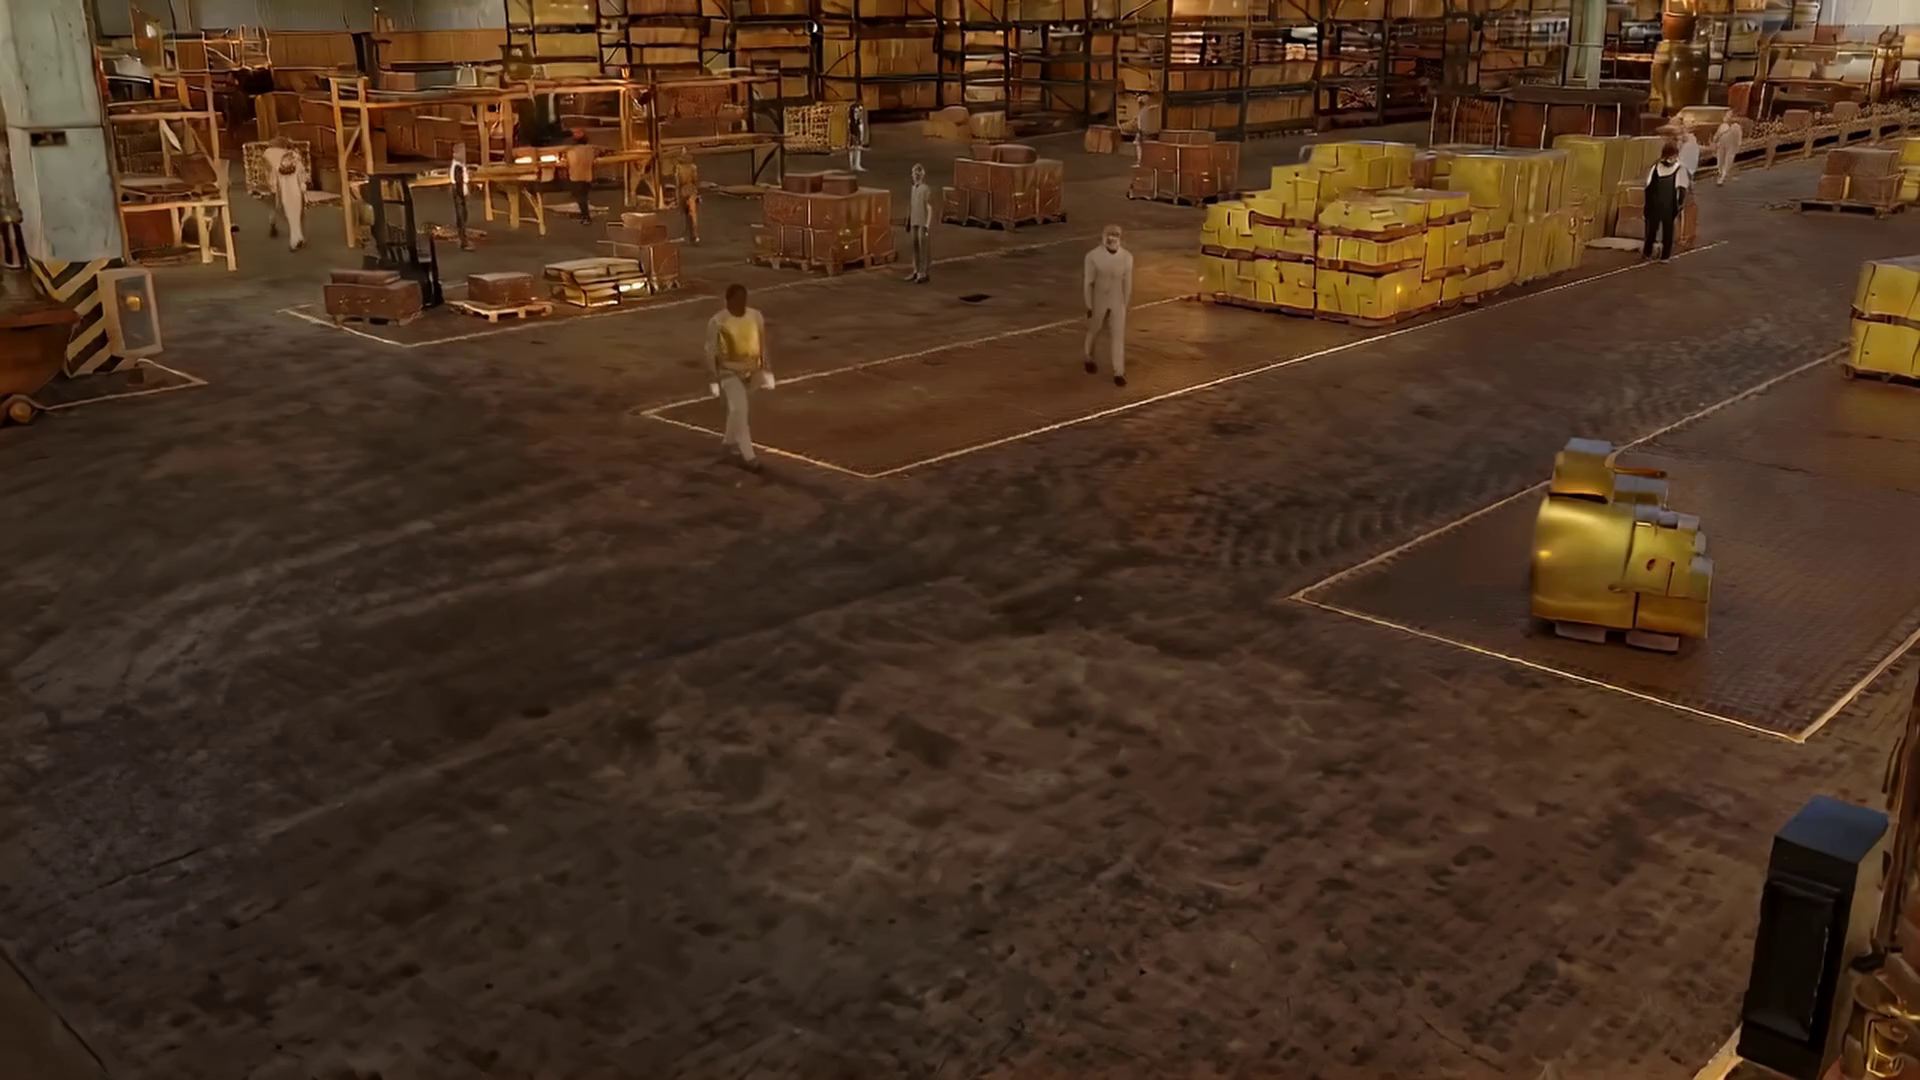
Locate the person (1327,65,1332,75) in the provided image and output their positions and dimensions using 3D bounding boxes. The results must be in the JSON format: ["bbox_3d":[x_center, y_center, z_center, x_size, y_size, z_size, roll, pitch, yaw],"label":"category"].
[{"bbox_3d":[16.515,-20.562,73.700,0.379,1.628,0.521,-17,25,-42],"label":"person"}]

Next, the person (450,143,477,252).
[{"bbox_3d":[-8.904,-6.103,29.674,0.388,1.919,0.594,-5,19,-16],"label":"person"}]

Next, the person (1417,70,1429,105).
[{"bbox_3d":[16.873,-16.349,60.915,0.536,1.676,0.606,-16,24,-40],"label":"person"}]

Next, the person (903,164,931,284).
[{"bbox_3d":[-0.675,-5.042,26.547,0.328,1.876,0.514,-16,24,-41],"label":"person"}]

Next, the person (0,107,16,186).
[{"bbox_3d":[-22.909,-9.369,39.627,0.686,1.858,0.596,0,18,0],"label":"person"}]

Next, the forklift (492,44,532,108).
[{"bbox_3d":[-14.174,-14.481,53.410,1.873,2.768,1.129,17,25,41],"label":"forklift"}]

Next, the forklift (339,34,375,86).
[{"bbox_3d":[-23.287,-18.355,65.083,1.129,2.768,1.873,17,25,41],"label":"forklift"}]

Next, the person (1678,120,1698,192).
[{"bbox_3d":[14.752,-7.517,33.821,0.395,1.989,0.619,6,19,17],"label":"person"}]

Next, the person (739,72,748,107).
[{"bbox_3d":[-7.317,-14.923,56.334,0.329,1.865,0.511,8,20,24],"label":"person"}]

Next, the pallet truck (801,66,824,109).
[{"bbox_3d":[-4.812,-15.182,56.903,0.823,1.965,1.885,-9,21,-26],"label":"pallet truck"}]

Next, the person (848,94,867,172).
[{"bbox_3d":[-2.649,-10.454,42.706,0.367,1.967,0.601,-11,21,-30],"label":"person"}]

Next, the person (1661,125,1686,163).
[{"bbox_3d":[15.935,-8.428,37.077,0.873,1.654,0.531,-16,24,-40],"label":"person"}]

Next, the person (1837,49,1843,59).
[{"bbox_3d":[41.292,-22.272,78.293,0.409,1.987,0.608,15,24,39],"label":"person"}]

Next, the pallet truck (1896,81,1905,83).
[{"bbox_3d":[34.802,-16.331,61.455,0.653,1.274,1.630,17,25,41],"label":"pallet truck"}]

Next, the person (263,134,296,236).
[{"bbox_3d":[-12.873,-6.697,31.495,0.651,1.911,0.828,2,18,5],"label":"person"}]

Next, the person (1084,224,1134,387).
[{"bbox_3d":[1.760,-2.847,19.922,0.629,1.898,1.053,-4,19,-12],"label":"person"}]

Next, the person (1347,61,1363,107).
[{"bbox_3d":[15.470,-17.836,65.031,0.640,1.923,0.670,-7,19,-19],"label":"person"}]

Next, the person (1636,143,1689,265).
[{"bbox_3d":[11.943,-5.713,28.307,0.537,2.000,0.683,-17,25,-41],"label":"person"}]

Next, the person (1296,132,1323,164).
[{"bbox_3d":[7.195,-7.541,34.323,0.600,1.721,0.379,5,19,15],"label":"person"}]

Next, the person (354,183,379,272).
[{"bbox_3d":[-9.087,-4.634,25.596,0.321,1.694,0.529,-16,24,-40],"label":"person"}]

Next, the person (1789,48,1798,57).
[{"bbox_3d":[42.094,-24.065,83.943,0.581,1.829,0.631,7,19,19],"label":"person"}]

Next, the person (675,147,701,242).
[{"bbox_3d":[-5.067,-6.420,30.901,0.484,1.744,0.297,-15,24,-38],"label":"person"}]

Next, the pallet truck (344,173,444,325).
[{"bbox_3d":[-8.209,-4.181,23.757,0.823,1.965,1.885,3,19,9],"label":"pallet truck"}]

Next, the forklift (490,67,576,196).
[{"bbox_3d":[-9.725,-9.363,37.990,1.129,2.768,1.873,17,25,41],"label":"forklift"}]

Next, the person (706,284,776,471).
[{"bbox_3d":[-2.145,-1.619,16.363,0.616,1.799,0.977,-15,24,-38],"label":"person"}]

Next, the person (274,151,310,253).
[{"bbox_3d":[-11.970,-6.090,29.856,0.532,1.786,0.954,-1,18,-4],"label":"person"}]

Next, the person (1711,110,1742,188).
[{"bbox_3d":[18.011,-9.203,39.195,0.623,1.792,0.903,17,25,41],"label":"person"}]

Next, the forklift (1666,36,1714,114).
[{"bbox_3d":[27.341,-17.291,61.877,1.129,2.768,1.873,17,25,41],"label":"forklift"}]

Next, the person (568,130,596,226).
[{"bbox_3d":[-7.592,-7.220,33.121,0.628,1.868,0.826,-17,25,-41],"label":"person"}]

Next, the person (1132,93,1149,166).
[{"bbox_3d":[4.819,-10.804,43.855,0.556,1.901,0.582,9,21,26],"label":"person"}]
